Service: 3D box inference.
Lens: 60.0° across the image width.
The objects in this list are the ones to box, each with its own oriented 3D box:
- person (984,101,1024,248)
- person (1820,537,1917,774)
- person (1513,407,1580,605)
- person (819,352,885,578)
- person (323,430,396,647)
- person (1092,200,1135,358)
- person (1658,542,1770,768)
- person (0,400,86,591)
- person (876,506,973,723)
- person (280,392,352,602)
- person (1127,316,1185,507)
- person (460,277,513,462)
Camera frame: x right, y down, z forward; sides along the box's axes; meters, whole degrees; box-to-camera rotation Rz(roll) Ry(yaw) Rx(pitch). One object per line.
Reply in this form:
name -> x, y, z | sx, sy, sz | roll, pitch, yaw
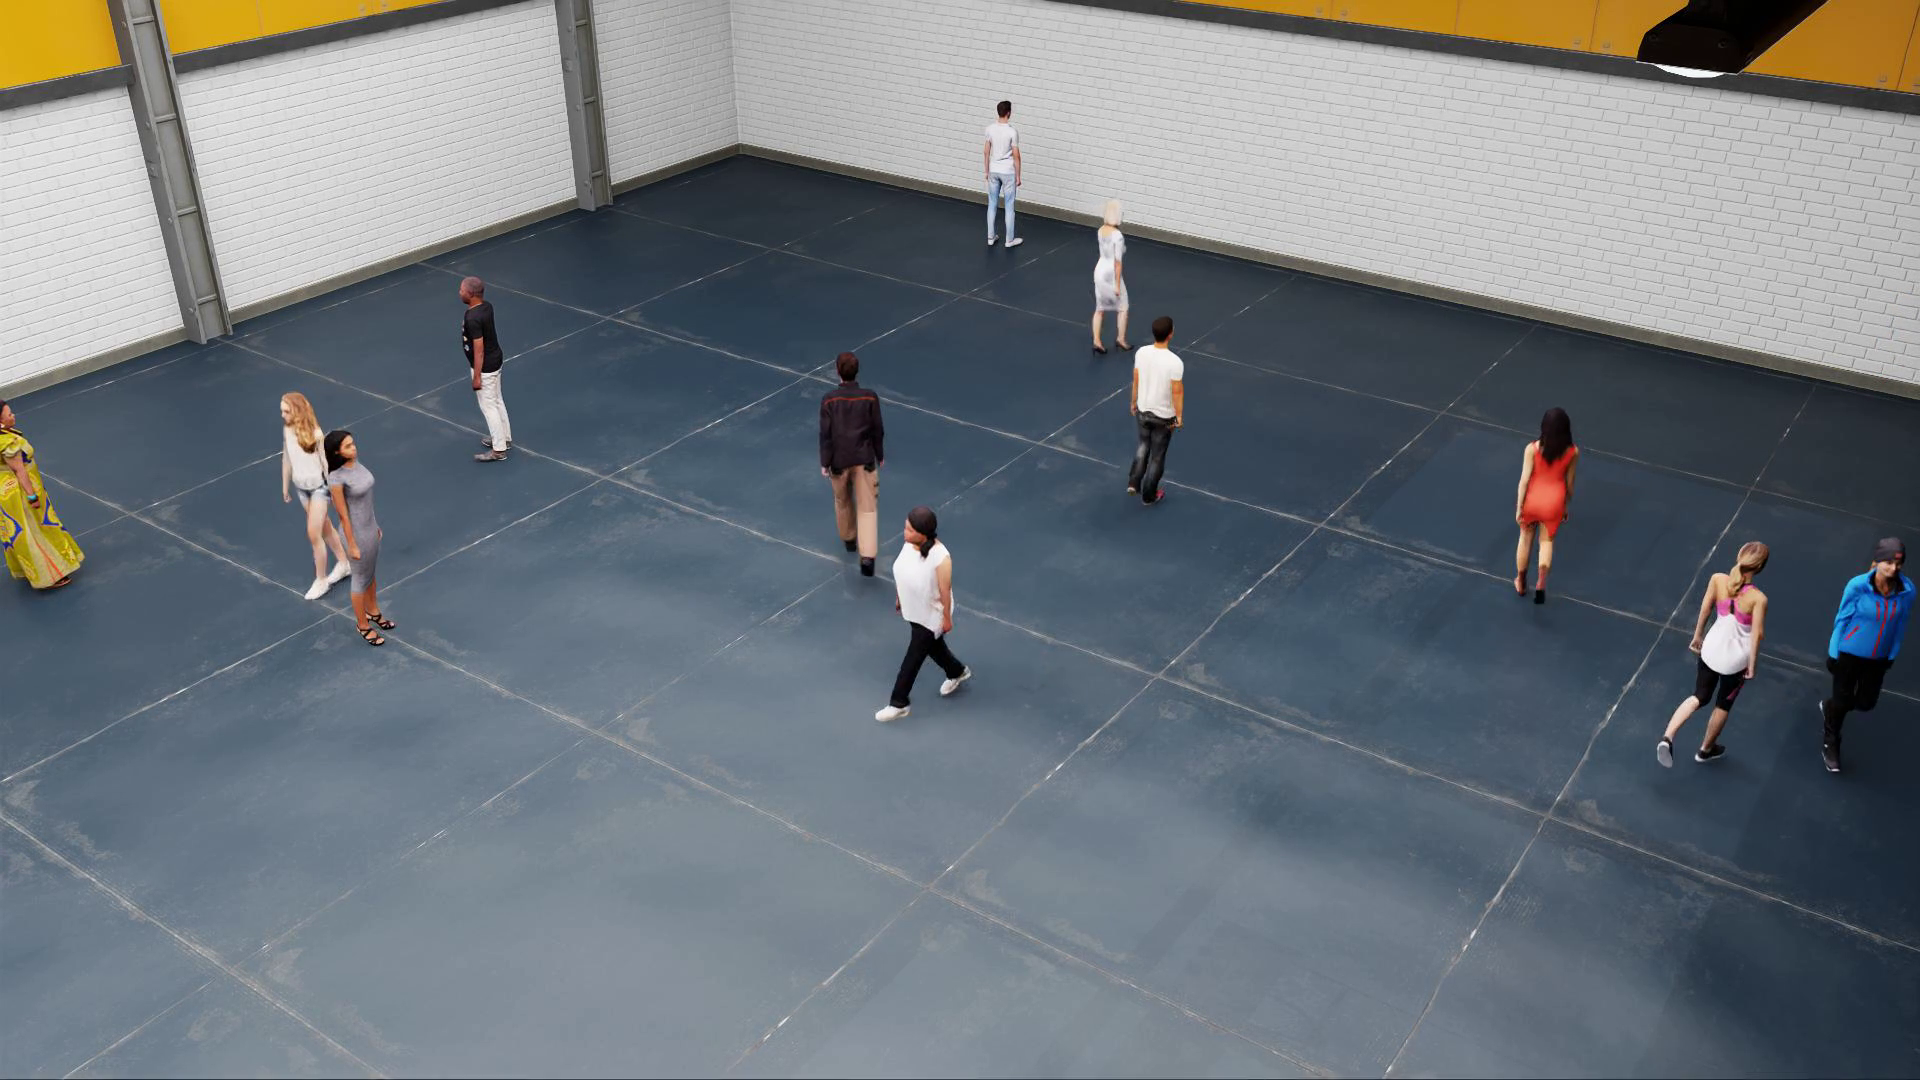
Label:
person -> 0.541, -4.708, 21.368 | 0.673, 1.850, 0.563 | 15, 32, 25
person -> 6.176, 0.742, 11.449 | 0.783, 1.783, 0.894 | 5, 29, 10
person -> 4.676, -0.232, 13.314 | 0.806, 1.705, 0.958 | 5, 29, 9
person -> -0.880, -0.600, 13.793 | 1.198, 1.893, 1.291 | -3, 29, -6
person -> -4.658, -0.032, 12.869 | 0.723, 1.781, 0.610 | 3, 29, 5
person -> 1.557, -2.801, 17.995 | 0.817, 1.734, 0.721 | -19, 34, -30
person -> 5.123, 0.837, 11.297 | 1.066, 1.761, 0.840 | -18, 33, -29
person -> -7.723, -0.389, 13.649 | 0.883, 1.661, 0.809 | 24, 36, 36
person -> -0.207, 0.494, 12.031 | 1.197, 1.660, 0.975 | -15, 32, -25
person -> -5.220, -0.430, 13.639 | 0.651, 1.743, 0.841 | 14, 32, 24
person -> 1.691, -1.116, 14.844 | 0.663, 1.793, 0.687 | 20, 35, 32
person -> -4.502, -1.636, 15.784 | 0.824, 1.805, 0.730 | 0, 29, -1
